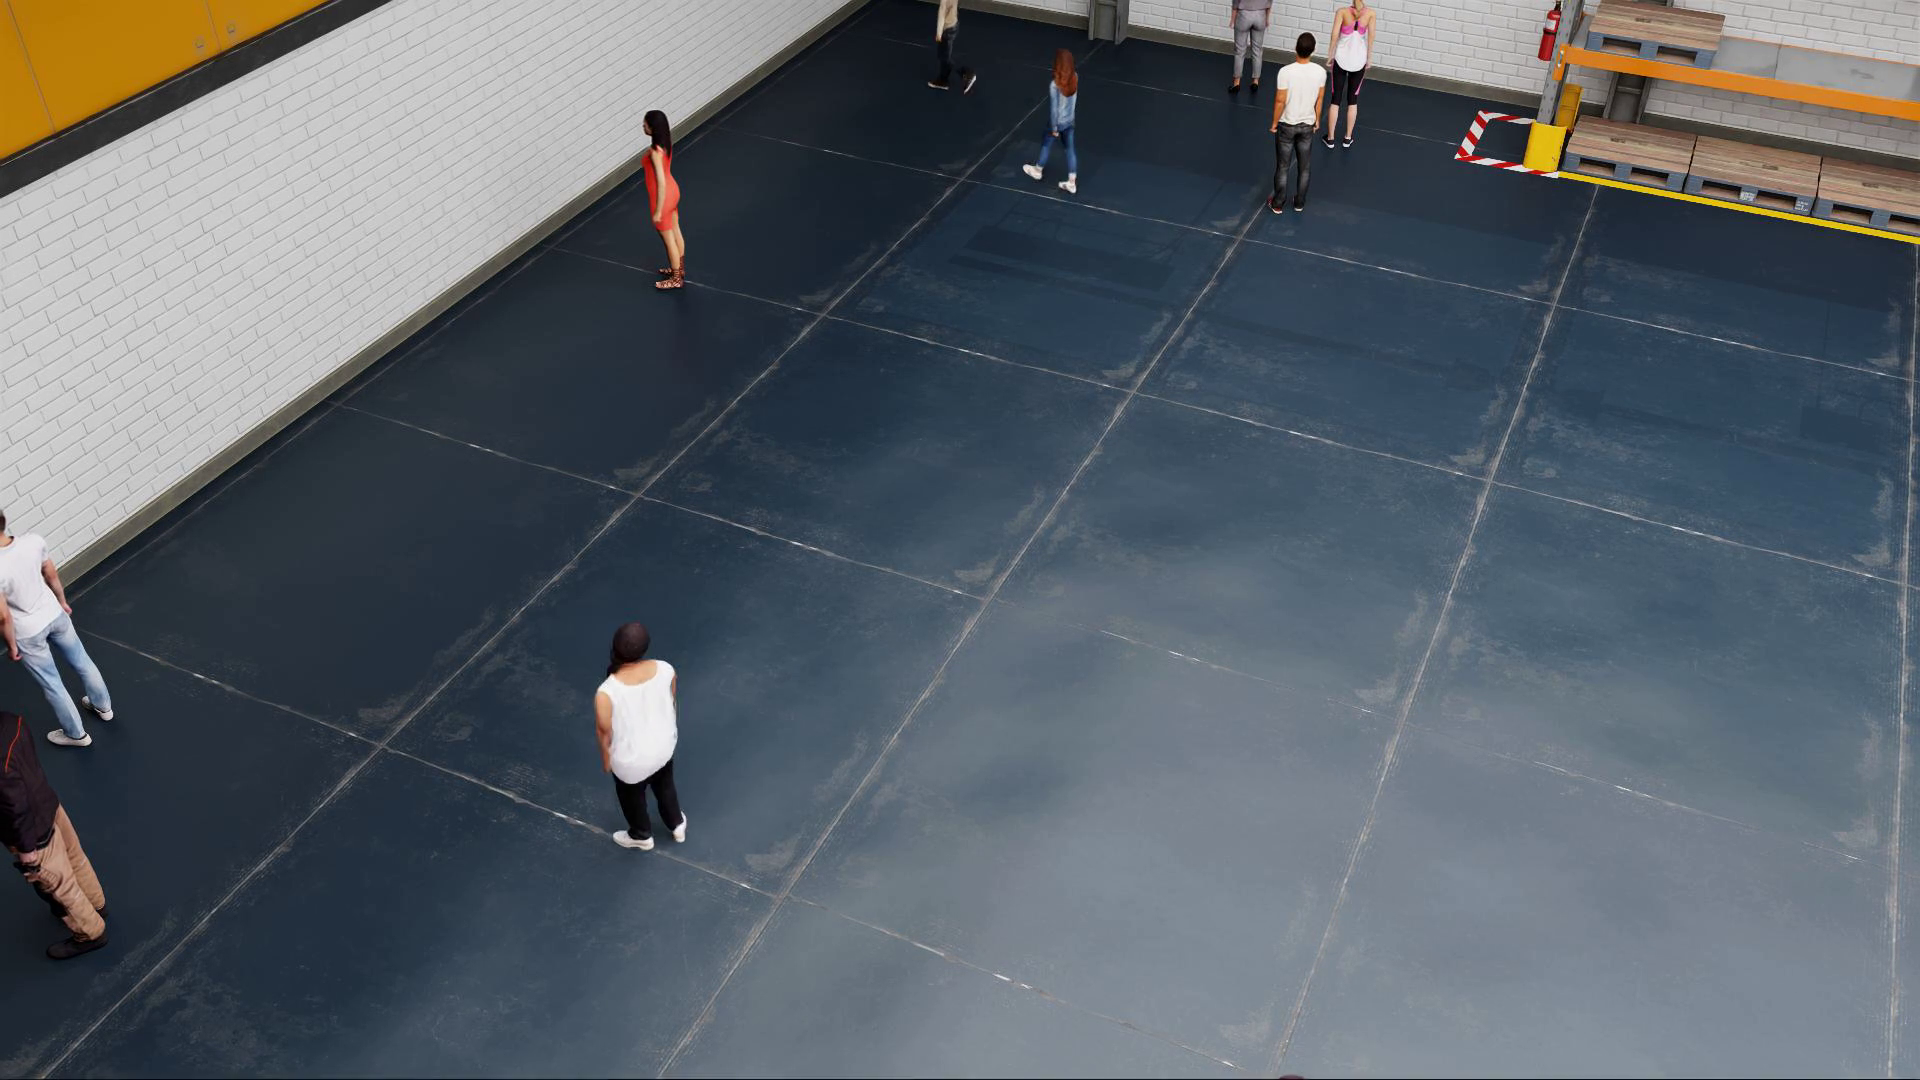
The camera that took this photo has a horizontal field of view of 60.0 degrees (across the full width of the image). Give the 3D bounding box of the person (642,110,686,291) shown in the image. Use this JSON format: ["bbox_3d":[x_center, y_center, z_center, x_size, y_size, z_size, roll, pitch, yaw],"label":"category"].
[{"bbox_3d":[-2.668,-3.079,15.034,0.640,1.718,0.658,3,39,4],"label":"person"}]

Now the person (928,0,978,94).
[{"bbox_3d":[-0.075,-5.657,18.478,0.864,1.449,0.634,11,40,13],"label":"person"}]

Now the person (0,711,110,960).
[{"bbox_3d":[-5.080,1.533,9.093,0.836,1.925,0.793,-10,40,-12],"label":"person"}]

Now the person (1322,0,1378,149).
[{"bbox_3d":[4.056,-4.969,17.344,0.589,1.788,0.739,2,39,2],"label":"person"}]

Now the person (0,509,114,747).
[{"bbox_3d":[-5.773,0.524,10.416,0.561,1.851,0.661,13,40,15],"label":"person"}]

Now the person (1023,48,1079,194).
[{"bbox_3d":[1.070,-4.156,16.596,0.788,1.453,0.975,-28,46,-30],"label":"person"}]

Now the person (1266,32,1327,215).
[{"bbox_3d":[3.271,-4.051,16.182,0.662,1.804,0.779,-4,39,-5],"label":"person"}]

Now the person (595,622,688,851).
[{"bbox_3d":[-1.907,1.184,9.729,0.750,1.675,0.765,20,43,23],"label":"person"}]

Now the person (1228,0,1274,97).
[{"bbox_3d":[3.214,-5.748,18.408,0.689,1.678,0.782,-4,39,-4],"label":"person"}]
